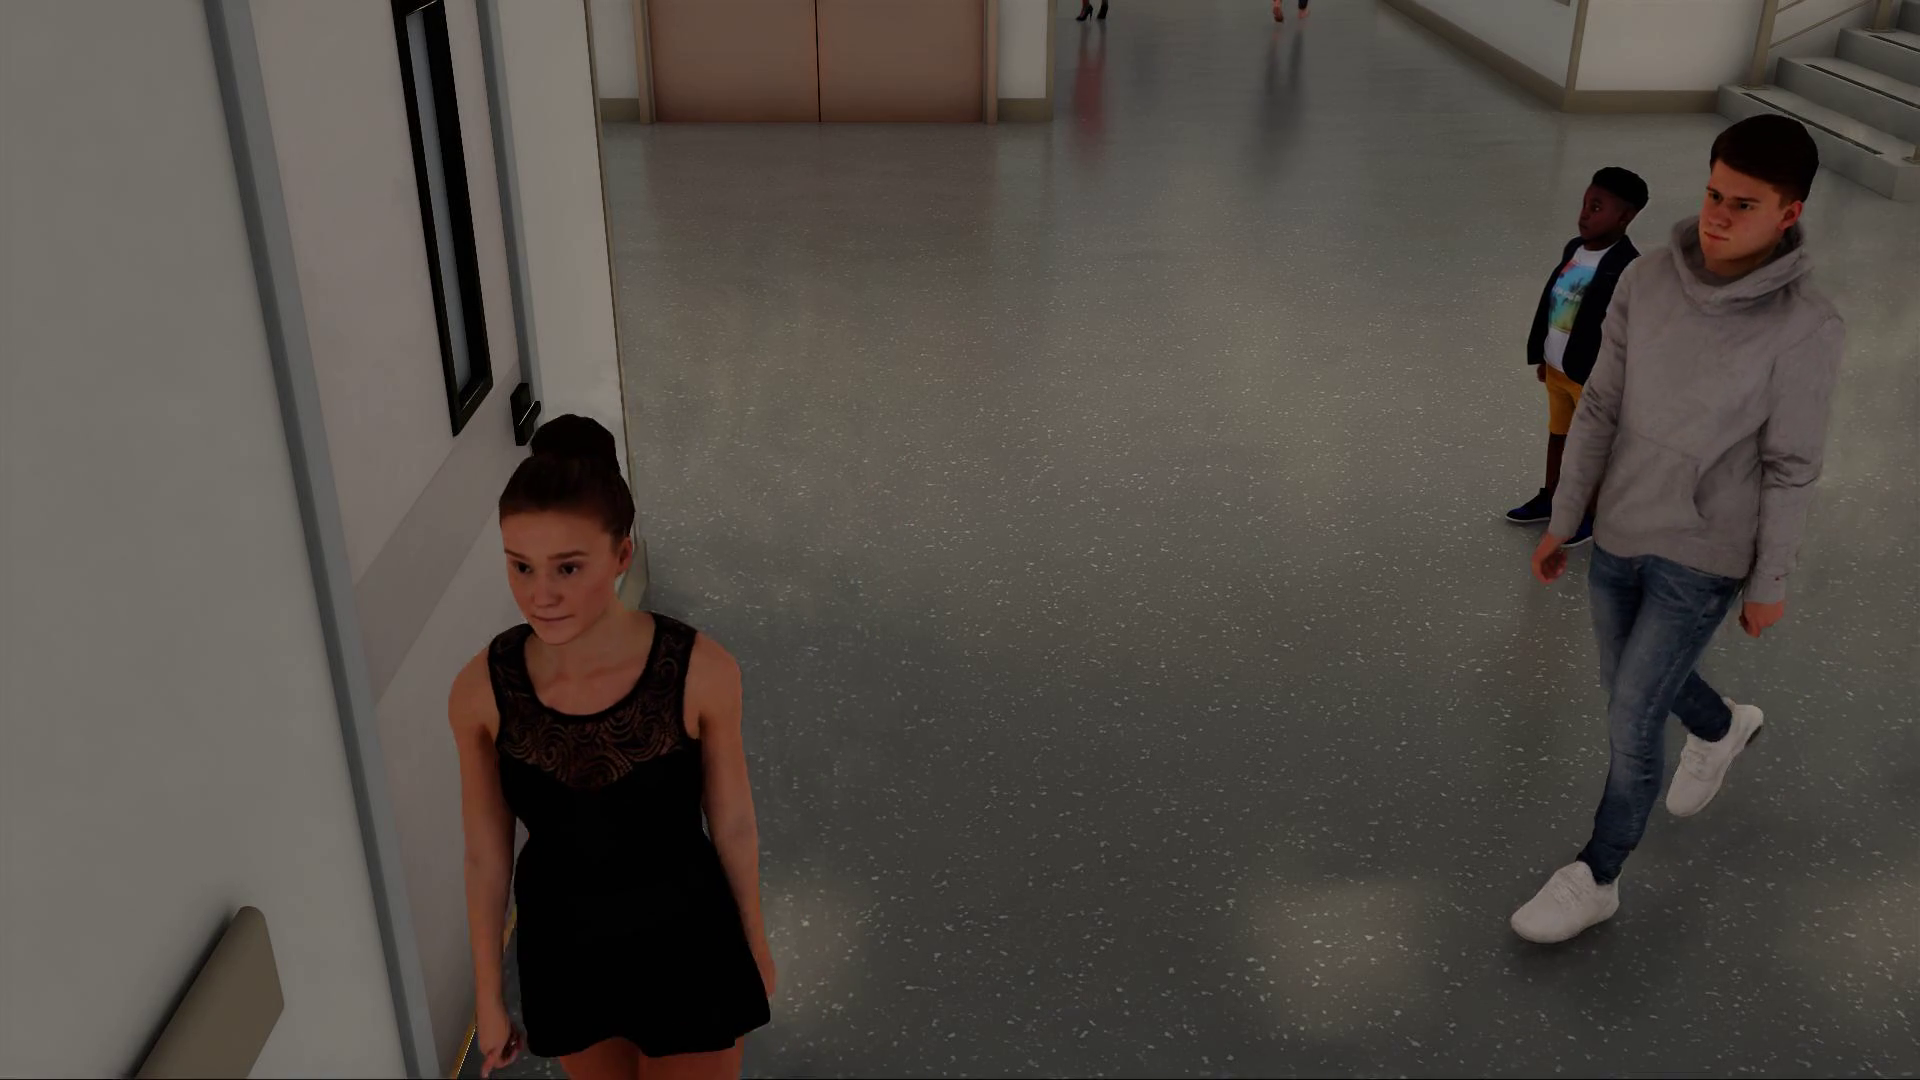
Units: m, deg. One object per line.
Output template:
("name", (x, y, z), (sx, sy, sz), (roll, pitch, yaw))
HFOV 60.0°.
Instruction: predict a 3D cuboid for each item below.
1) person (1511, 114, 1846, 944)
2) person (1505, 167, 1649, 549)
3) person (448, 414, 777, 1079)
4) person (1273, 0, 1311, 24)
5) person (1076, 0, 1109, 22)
("person", (1.616, -0.006, 3.629), (1.251, 1.825, 1.029), (-14, 29, -26))
("person", (2.087, -0.608, 5.517), (0.630, 1.270, 0.600), (-11, 28, -22))
("person", (-0.496, 0.579, 2.600), (0.599, 1.665, 0.654), (1, 26, 2))
("person", (3.168, -5.764, 15.667), (1.095, 1.740, 0.954), (11, 28, 21))
("person", (1.282, -5.894, 15.934), (0.555, 1.743, 0.687), (-9, 27, -19))
